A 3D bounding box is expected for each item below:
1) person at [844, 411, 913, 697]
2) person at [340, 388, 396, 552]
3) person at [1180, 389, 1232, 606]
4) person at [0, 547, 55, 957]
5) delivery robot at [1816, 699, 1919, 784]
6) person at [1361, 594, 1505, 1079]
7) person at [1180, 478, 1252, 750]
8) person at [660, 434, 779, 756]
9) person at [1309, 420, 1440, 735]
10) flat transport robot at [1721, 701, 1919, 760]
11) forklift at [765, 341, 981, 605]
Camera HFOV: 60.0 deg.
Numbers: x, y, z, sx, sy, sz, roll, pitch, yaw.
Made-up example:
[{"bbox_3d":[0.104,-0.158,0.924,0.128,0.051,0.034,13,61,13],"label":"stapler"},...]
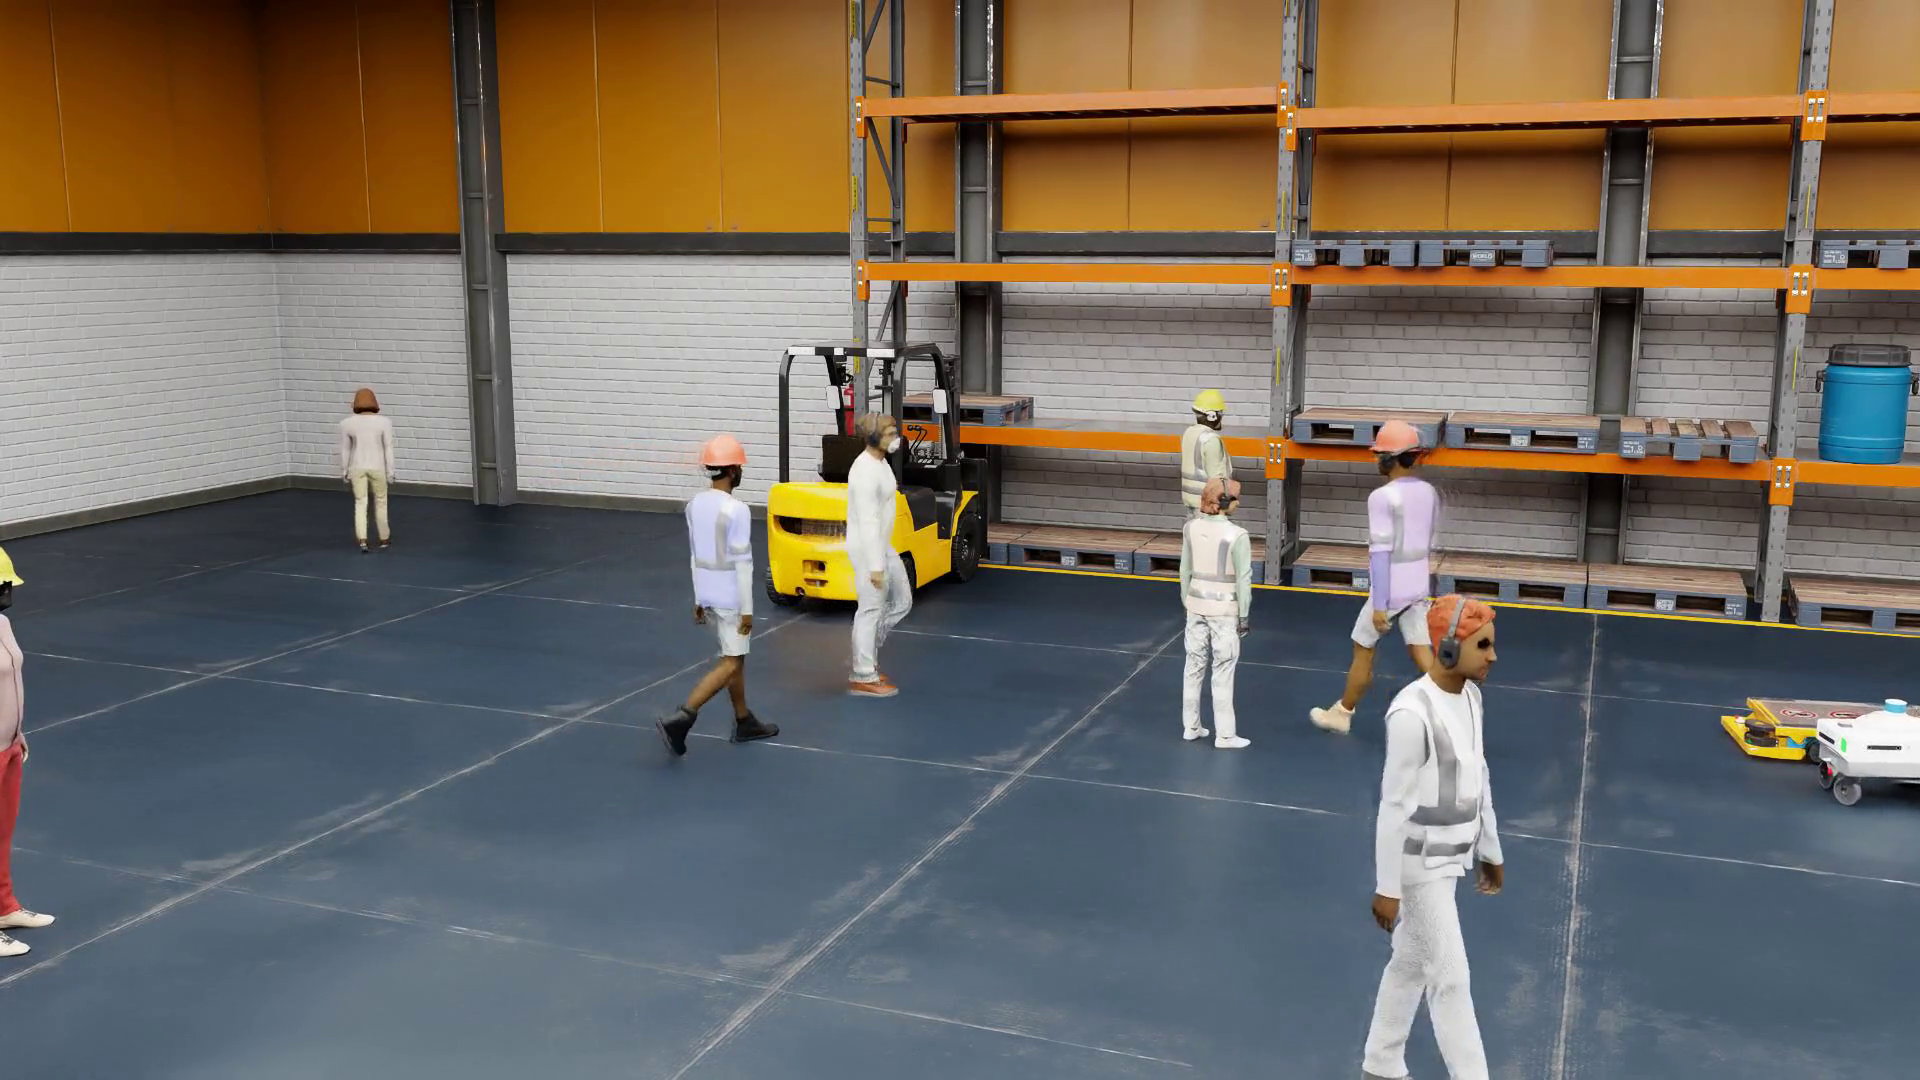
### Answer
[{"bbox_3d":[-0.540,0.103,11.052,0.447,1.924,0.660,1,10,6],"label":"person"},{"bbox_3d":[-5.813,-0.686,16.344,0.514,1.613,0.684,-2,10,-10],"label":"person"},{"bbox_3d":[2.033,-0.325,13.706,0.403,1.835,0.586,-3,11,-17],"label":"person"},{"bbox_3d":[-4.131,0.889,7.141,0.330,1.765,0.533,-2,10,-10],"label":"person"},{"bbox_3d":[5.055,1.108,9.026,0.707,0.478,0.477,1,10,3],"label":"delivery robot"},{"bbox_3d":[1.720,1.114,5.596,0.777,1.861,0.609,7,12,34],"label":"person"},{"bbox_3d":[1.532,0.439,9.999,0.314,1.636,0.516,-9,13,-40],"label":"person"},{"bbox_3d":[-1.444,0.333,9.842,0.826,1.916,0.546,-9,14,-41],"label":"person"},{"bbox_3d":[2.610,0.279,9.937,0.626,1.983,1.076,-7,13,-36],"label":"person"},{"bbox_3d":[5.372,1.142,9.889,1.431,0.197,0.652,2,10,11],"label":"flat transport robot"},{"bbox_3d":[-0.739,-0.602,14.246,1.214,2.155,2.313,4,11,21],"label":"forklift"}]
